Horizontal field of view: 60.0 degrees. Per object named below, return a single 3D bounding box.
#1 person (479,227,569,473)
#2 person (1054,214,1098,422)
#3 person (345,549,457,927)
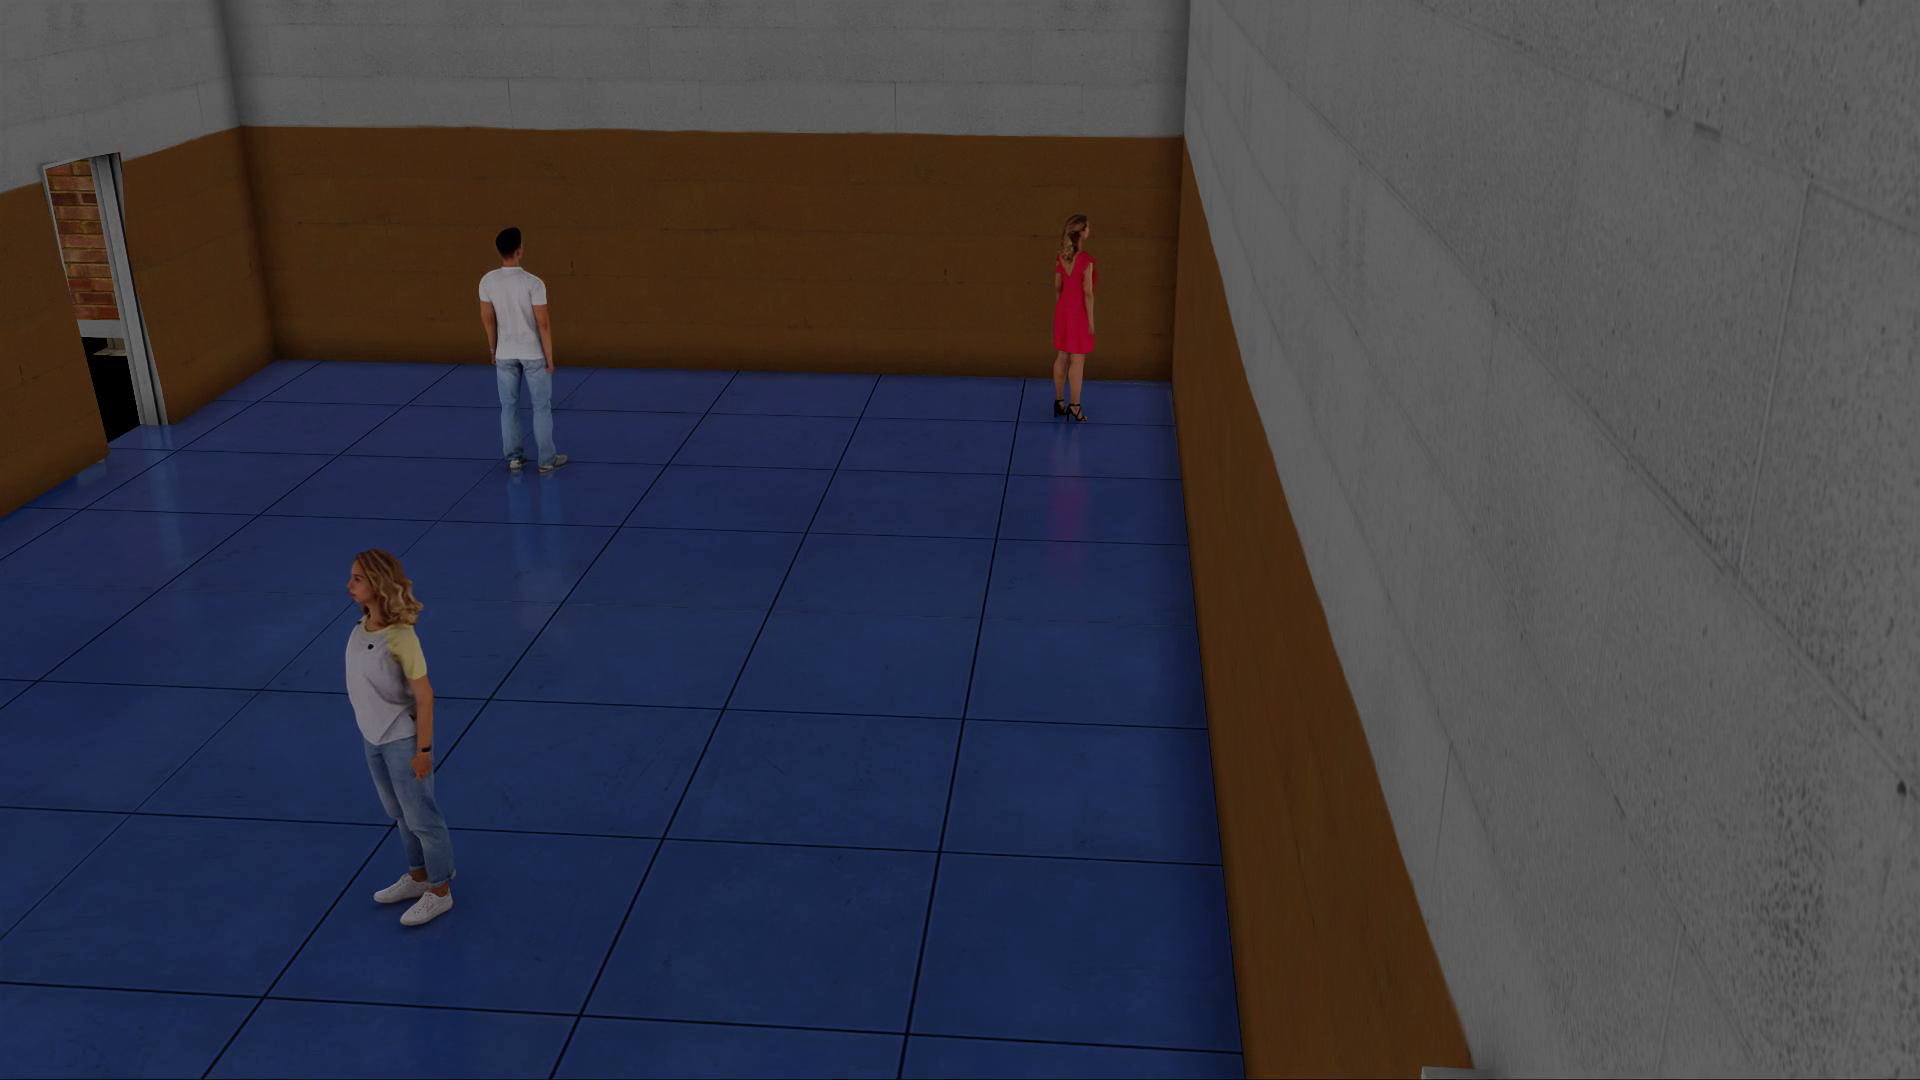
[{"bbox_3d":[-3.331,-1.431,12.603,0.493,1.864,0.742,3,22,8],"label":"person"},{"bbox_3d":[0.937,-1.855,13.839,0.718,1.728,0.666,-16,27,-34],"label":"person"},{"bbox_3d":[-2.397,0.840,7.119,0.770,1.722,0.692,-20,30,-41],"label":"person"}]
